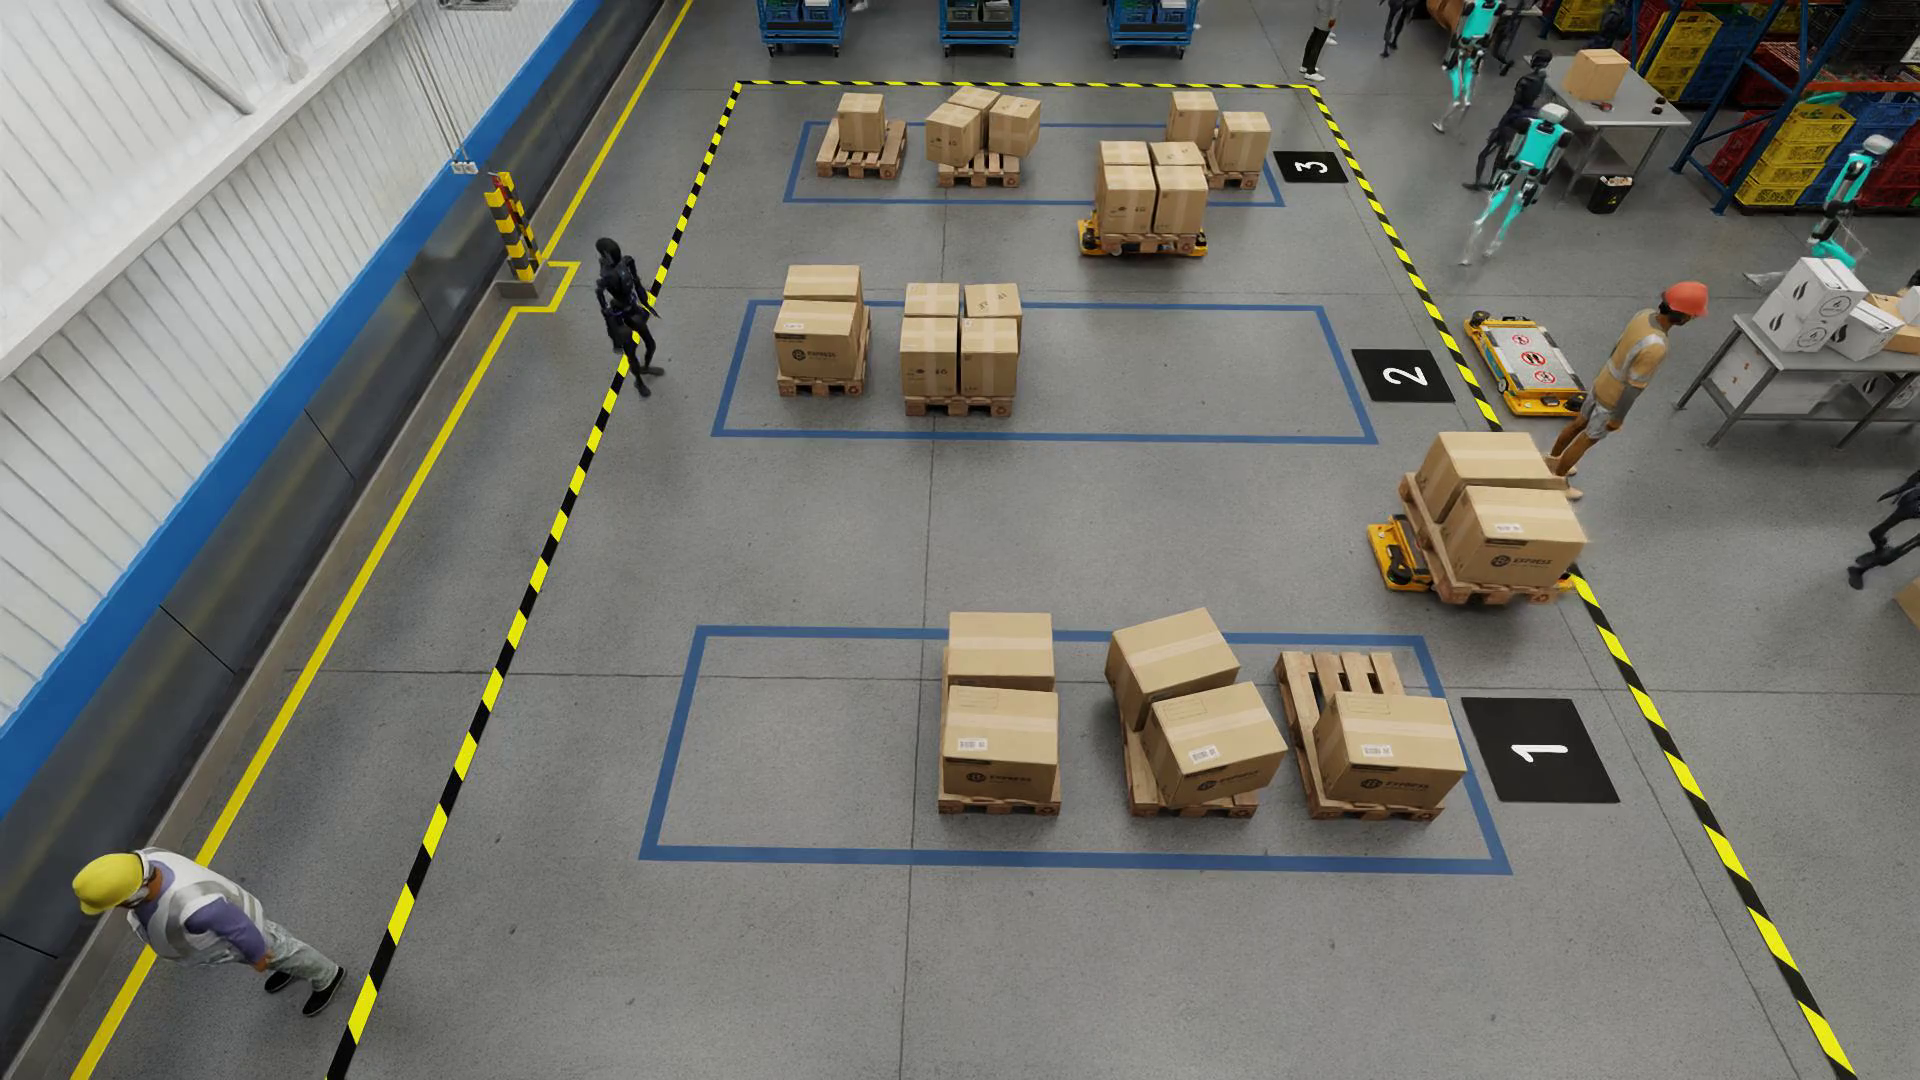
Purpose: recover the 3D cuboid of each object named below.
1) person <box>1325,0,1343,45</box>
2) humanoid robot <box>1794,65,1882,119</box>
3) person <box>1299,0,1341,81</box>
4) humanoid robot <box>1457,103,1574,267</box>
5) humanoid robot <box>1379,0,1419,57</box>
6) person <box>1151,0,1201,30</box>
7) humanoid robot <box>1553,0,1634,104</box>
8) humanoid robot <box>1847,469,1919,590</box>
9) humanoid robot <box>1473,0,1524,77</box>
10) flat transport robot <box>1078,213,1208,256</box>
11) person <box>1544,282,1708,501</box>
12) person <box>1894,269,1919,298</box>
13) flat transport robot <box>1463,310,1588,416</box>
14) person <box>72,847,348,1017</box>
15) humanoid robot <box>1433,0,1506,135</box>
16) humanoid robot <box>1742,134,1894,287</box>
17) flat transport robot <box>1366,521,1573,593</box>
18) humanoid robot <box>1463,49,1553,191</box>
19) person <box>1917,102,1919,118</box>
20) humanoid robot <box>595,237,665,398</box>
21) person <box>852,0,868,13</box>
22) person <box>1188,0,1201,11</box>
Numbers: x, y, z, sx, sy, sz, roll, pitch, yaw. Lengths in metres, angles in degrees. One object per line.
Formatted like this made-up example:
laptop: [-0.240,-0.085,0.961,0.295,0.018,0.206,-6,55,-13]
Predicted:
person: [5.859,-8.537,13.948,0.308,1.740,0.492,10,50,8]
humanoid robot: [11.071,-5.794,11.609,1.019,1.770,0.532,9,50,8]
person: [5.247,-7.545,13.016,0.361,1.852,0.596,0,49,0]
humanoid robot: [5.803,-3.626,9.753,1.068,1.772,0.530,-37,59,-28]
humanoid robot: [6.626,-8.150,13.683,0.592,1.642,0.599,-4,49,-3]
person: [3.383,-8.974,14.281,0.980,1.811,0.519,3,49,2]
humanoid robot: [8.410,-6.502,12.231,0.610,1.638,0.504,-34,57,-26]
humanoid robot: [7.354,-0.266,6.849,0.500,1.640,0.601,-21,52,-17]
humanoid robot: [7.848,-7.499,13.102,0.613,1.632,0.612,-4,49,-3]
flat transport robot: [2.106,-3.555,10.592,1.431,0.197,0.652,1,49,1]
person: [5.309,-1.181,7.385,0.376,2.041,0.613,14,51,12]
person: [10.351,-3.188,9.258,0.335,1.835,0.506,-27,54,-21]
flat transport robot: [5.573,-1.757,9.054,0.659,0.231,1.431,1,49,1]
person: [-3.829,2.029,4.749,0.586,1.822,0.404,21,52,18]
humanoid robot: [6.596,-6.082,11.900,0.545,1.913,0.706,-5,49,-4]
humanoid robot: [8.914,-3.143,9.275,0.965,1.744,0.540,36,58,27]
flat transport robot: [4.123,0.101,7.427,1.431,0.197,0.652,1,49,1]
humanoid robot: [6.558,-4.974,10.901,0.616,1.647,0.371,-30,55,-23]
person: [13.255,-6.464,12.070,0.554,1.871,0.967,33,57,25]
humanoid robot: [-3.053,-2.050,8.373,0.384,1.642,0.602,16,51,14]
person: [-1.718,-9.484,14.698,0.510,1.846,0.530,-19,52,-16]
person: [3.626,-9.144,14.372,0.509,1.898,0.601,-10,50,-8]
